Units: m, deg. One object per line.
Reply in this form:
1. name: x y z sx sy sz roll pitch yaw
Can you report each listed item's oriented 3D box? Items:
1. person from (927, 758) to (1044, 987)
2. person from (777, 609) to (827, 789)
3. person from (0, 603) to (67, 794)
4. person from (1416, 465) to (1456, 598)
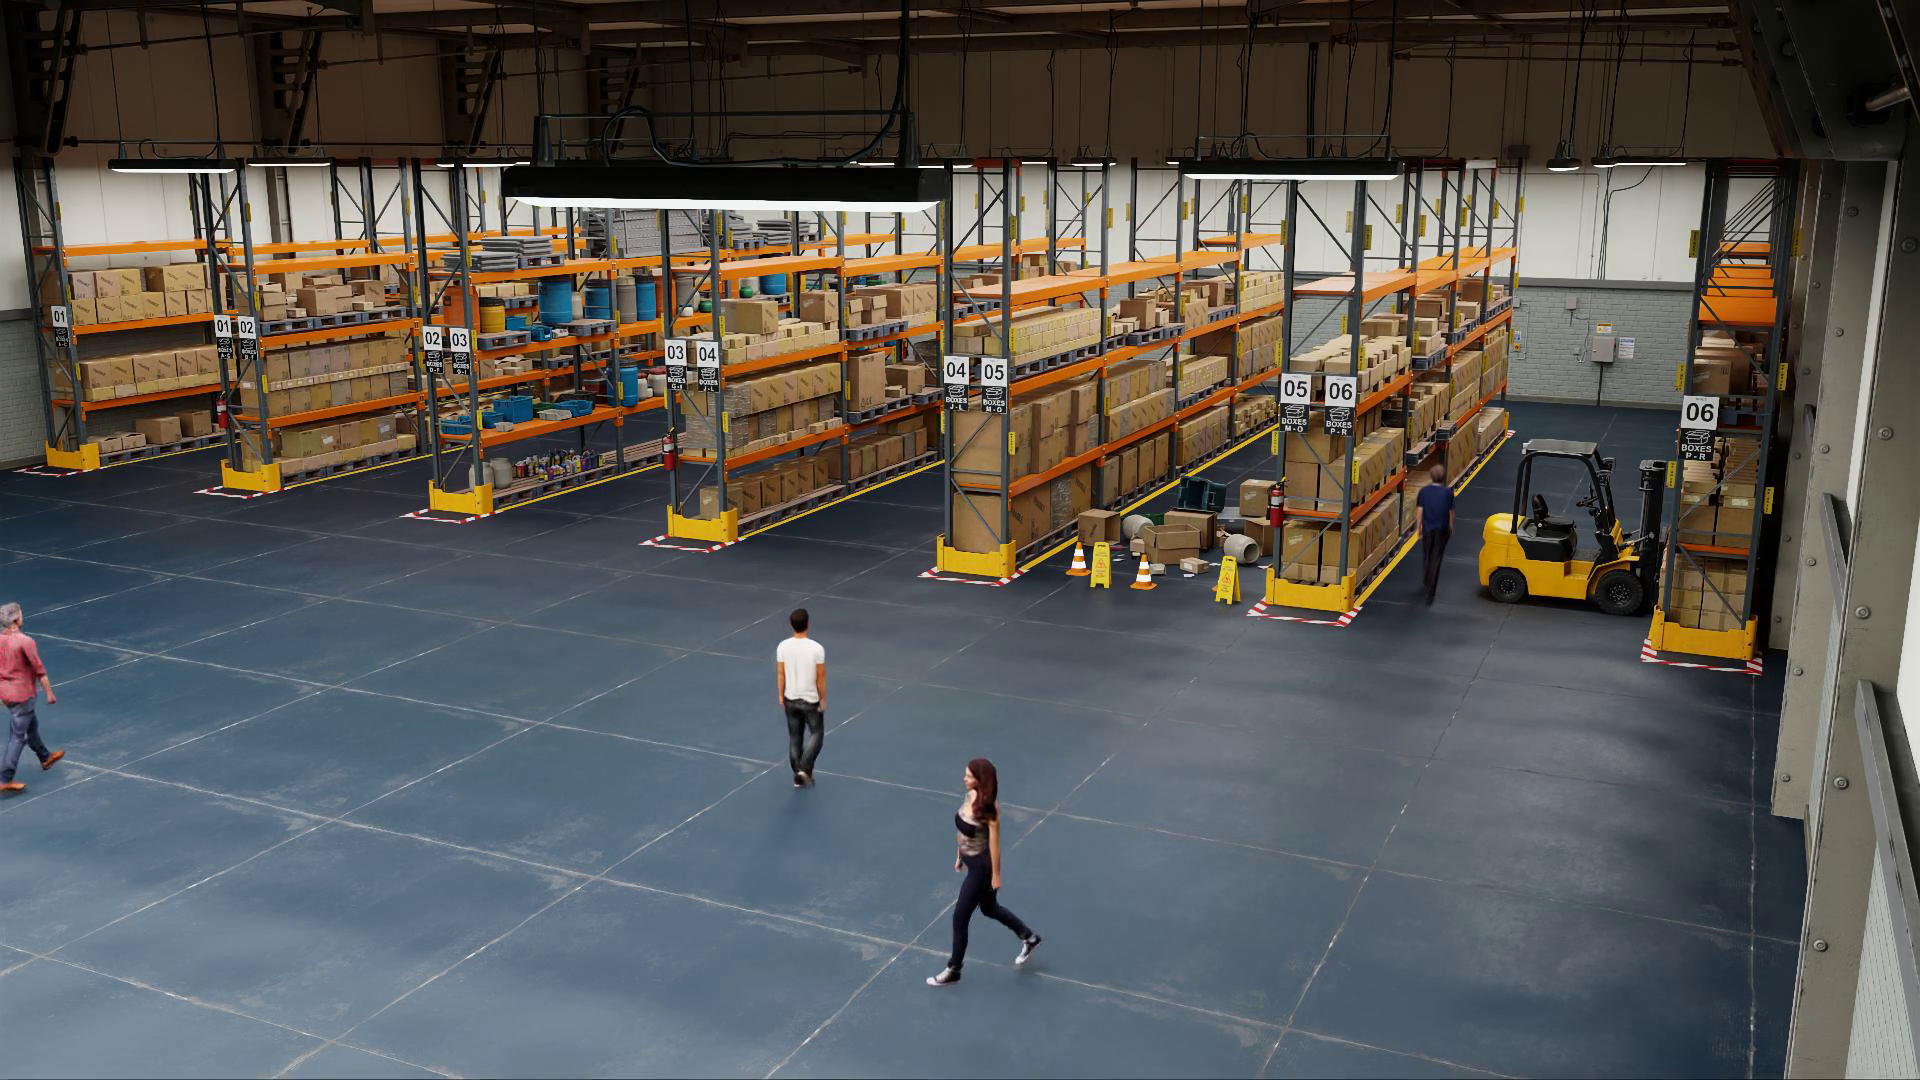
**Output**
1. person: 0.227 2.448 12.351 1.214 1.734 1.131 -5 14 -21
2. person: -1.546 1.563 16.044 0.758 1.792 0.873 2 13 8
3. person: -9.171 1.557 16.088 0.796 1.784 1.242 4 14 17
4. person: 6.597 -0.082 23.080 0.675 1.822 1.195 6 14 25
